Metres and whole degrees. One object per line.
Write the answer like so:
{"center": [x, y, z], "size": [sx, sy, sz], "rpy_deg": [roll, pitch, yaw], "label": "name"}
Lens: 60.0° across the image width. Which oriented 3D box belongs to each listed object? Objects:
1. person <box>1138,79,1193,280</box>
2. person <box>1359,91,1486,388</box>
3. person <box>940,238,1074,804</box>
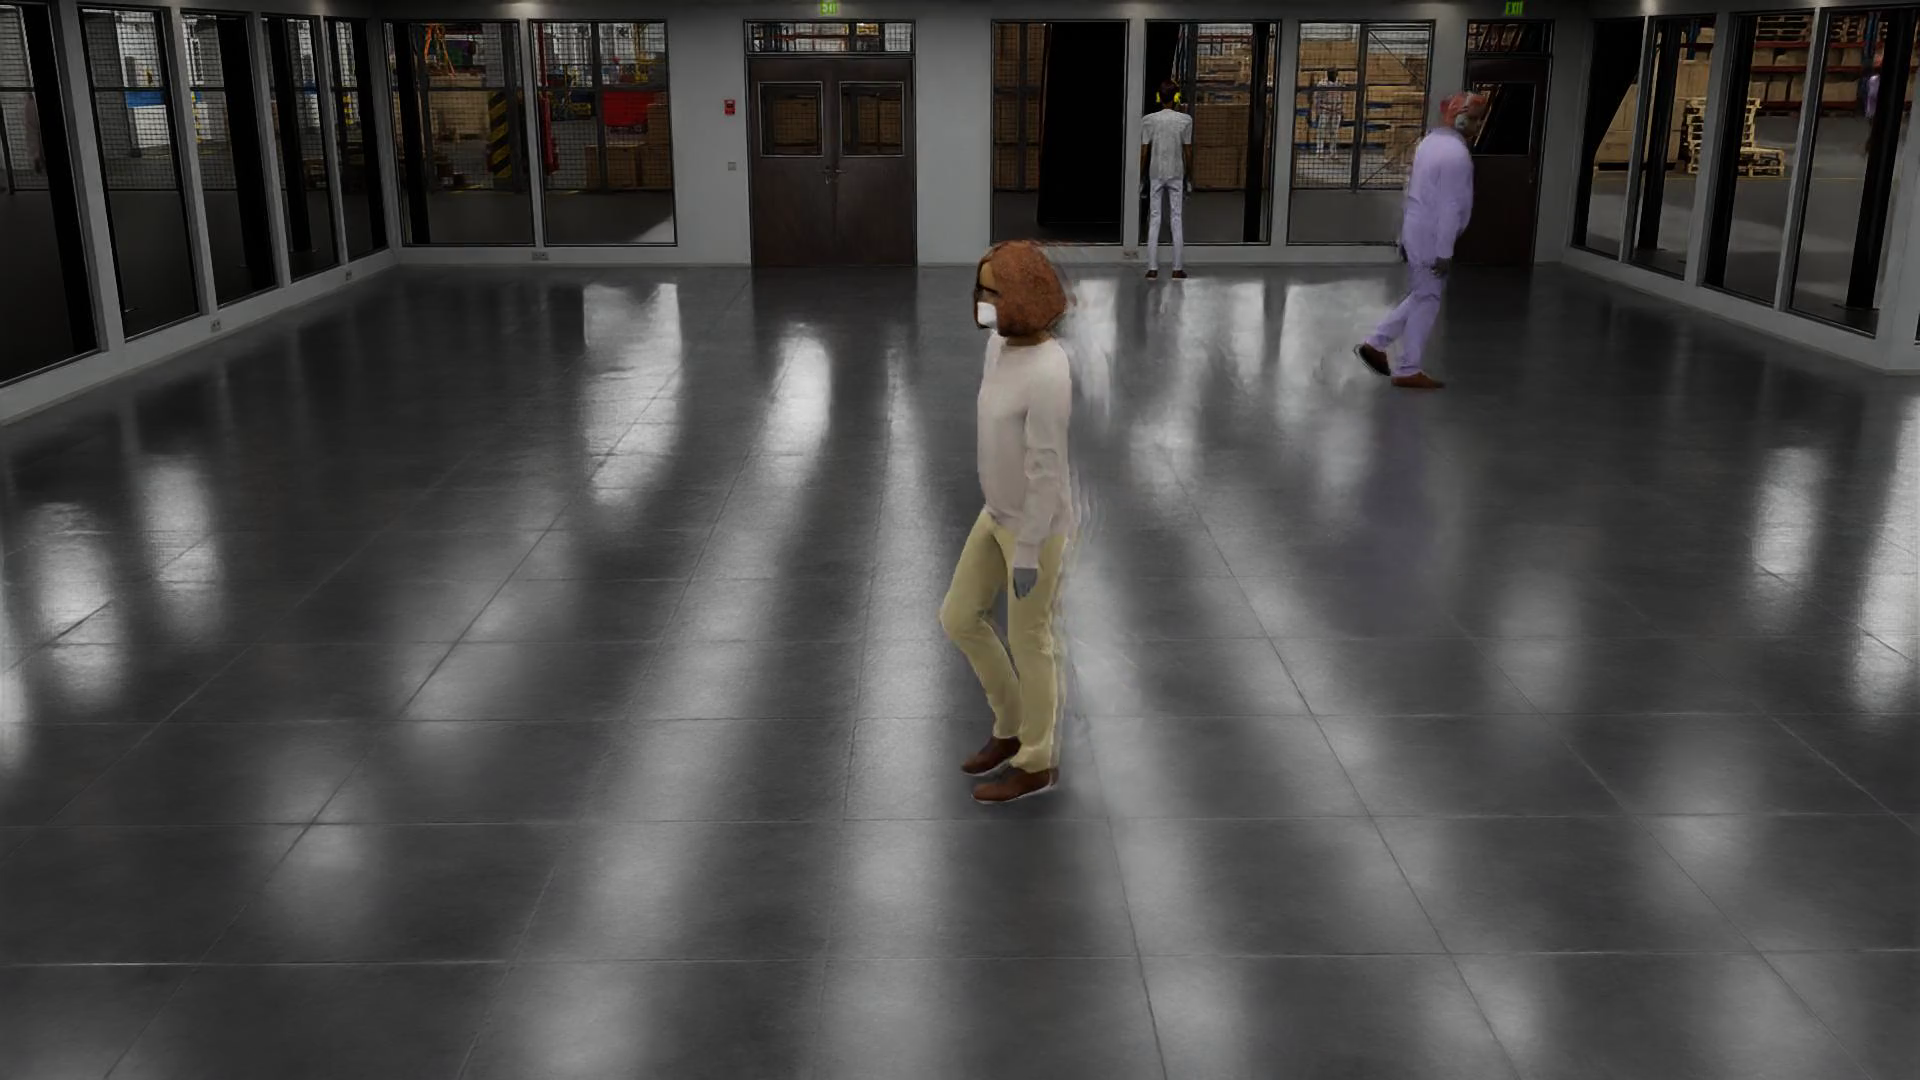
{"center": [1.952, -3.401, 15.760], "size": [0.518, 1.865, 0.329], "rpy_deg": [3, 17, 12], "label": "person"}
{"center": [2.978, -1.886, 10.587], "size": [0.571, 1.879, 0.660], "rpy_deg": [0, 16, 1], "label": "person"}
{"center": [0.131, -0.026, 4.668], "size": [0.362, 1.620, 0.533], "rpy_deg": [-6, 17, -19], "label": "person"}
